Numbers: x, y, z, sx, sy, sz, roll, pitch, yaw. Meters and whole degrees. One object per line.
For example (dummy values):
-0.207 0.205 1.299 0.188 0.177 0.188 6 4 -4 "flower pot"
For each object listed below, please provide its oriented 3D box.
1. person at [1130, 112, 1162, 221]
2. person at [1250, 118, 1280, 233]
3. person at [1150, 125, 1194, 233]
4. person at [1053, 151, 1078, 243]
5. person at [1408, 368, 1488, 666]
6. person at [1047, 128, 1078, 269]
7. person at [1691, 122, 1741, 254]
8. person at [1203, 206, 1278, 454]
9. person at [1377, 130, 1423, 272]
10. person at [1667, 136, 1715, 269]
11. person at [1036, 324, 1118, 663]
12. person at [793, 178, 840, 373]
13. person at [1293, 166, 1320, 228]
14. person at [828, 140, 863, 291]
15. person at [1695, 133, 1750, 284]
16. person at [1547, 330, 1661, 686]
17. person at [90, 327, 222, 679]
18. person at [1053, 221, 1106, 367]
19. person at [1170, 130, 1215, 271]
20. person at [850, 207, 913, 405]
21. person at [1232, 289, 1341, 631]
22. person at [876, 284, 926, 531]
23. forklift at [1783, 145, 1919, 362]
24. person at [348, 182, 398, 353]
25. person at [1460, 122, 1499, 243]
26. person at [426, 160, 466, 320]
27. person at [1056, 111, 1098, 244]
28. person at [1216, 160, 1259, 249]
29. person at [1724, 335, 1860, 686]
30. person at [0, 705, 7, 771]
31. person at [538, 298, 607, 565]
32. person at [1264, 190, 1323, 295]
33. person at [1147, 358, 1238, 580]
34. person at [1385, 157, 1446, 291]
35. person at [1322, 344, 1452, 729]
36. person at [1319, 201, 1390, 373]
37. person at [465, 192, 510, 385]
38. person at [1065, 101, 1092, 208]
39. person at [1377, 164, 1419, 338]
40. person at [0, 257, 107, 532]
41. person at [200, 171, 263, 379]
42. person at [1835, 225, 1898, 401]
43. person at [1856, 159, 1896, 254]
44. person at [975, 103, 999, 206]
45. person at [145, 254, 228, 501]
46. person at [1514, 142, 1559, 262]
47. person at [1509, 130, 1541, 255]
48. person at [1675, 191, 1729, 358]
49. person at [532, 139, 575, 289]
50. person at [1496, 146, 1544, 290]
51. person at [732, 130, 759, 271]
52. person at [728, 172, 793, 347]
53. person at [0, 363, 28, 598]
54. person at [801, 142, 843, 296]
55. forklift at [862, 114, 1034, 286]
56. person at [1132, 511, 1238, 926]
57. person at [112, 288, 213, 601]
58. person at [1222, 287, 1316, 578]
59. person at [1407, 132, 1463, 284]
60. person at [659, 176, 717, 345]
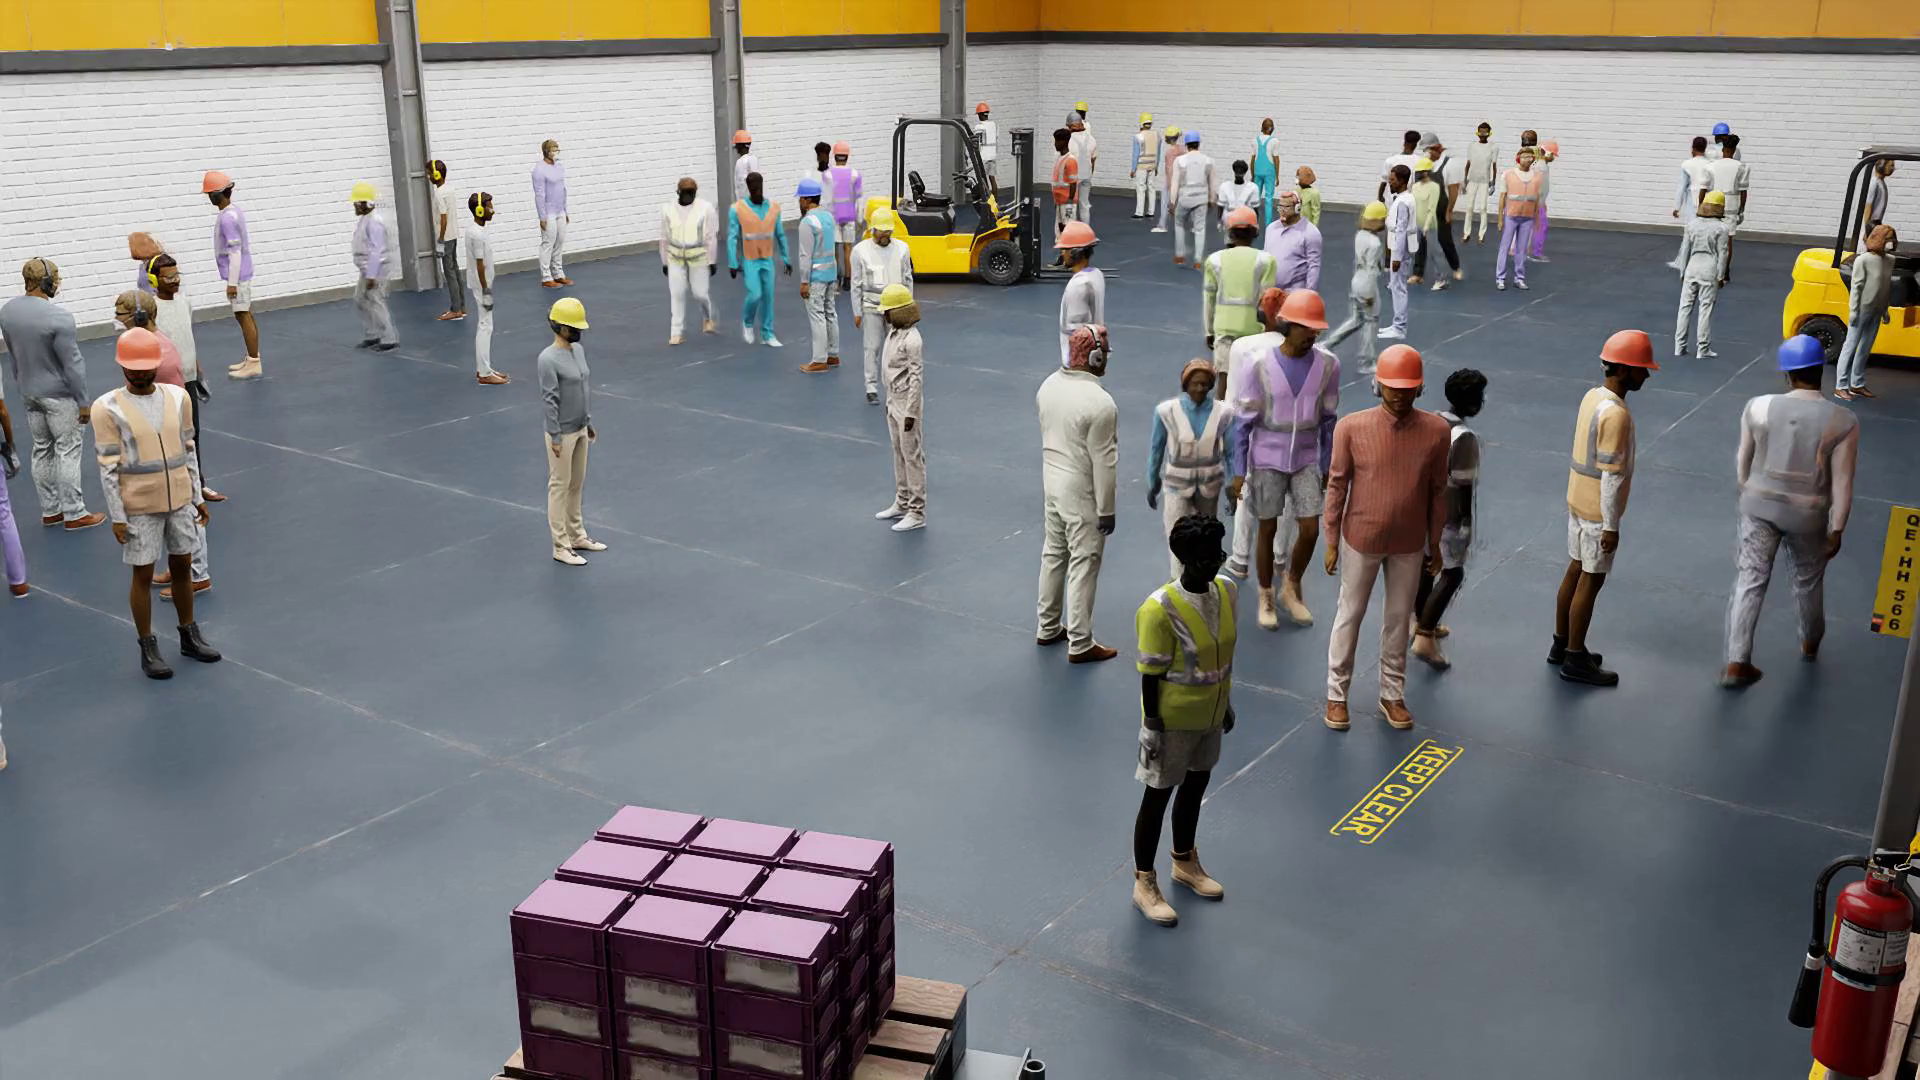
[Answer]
3.198 -6.465 28.814 0.586 1.833 0.403 -11 21 -30 "person"
4.983 -5.942 27.168 0.504 1.840 0.345 12 21 32 "person"
3.556 -5.864 27.102 0.810 1.739 0.533 10 20 29 "person"
1.706 -5.526 25.984 0.523 1.769 0.317 -3 18 -10 "person"
2.676 -0.155 9.338 0.457 1.676 0.619 -3 18 -10 "person"
1.461 -4.762 23.277 0.374 1.962 0.608 -4 18 -12 "person"
11.219 -5.197 24.683 0.604 1.939 0.416 -2 18 -7 "person"
2.327 -1.763 13.852 0.616 1.985 1.025 7 19 20 "person"
6.157 -4.726 23.201 0.761 1.930 0.601 10 20 28 "person"
10.269 -4.644 23.082 0.582 1.868 0.959 -6 19 -19 "person"
0.685 -0.263 9.323 0.395 1.898 0.641 -10 20 -28 "person"
-1.453 -2.656 16.738 0.426 1.938 0.604 6 19 19 "person"
4.394 -3.972 21.338 0.283 1.631 0.503 -10 20 -28 "person"
-1.540 -4.208 21.609 0.580 1.917 0.422 -2 18 -7 "person"
10.145 -4.411 22.173 0.609 1.965 0.368 8 19 23 "person"
3.482 -0.179 8.986 0.377 1.932 0.551 2 18 6 "person"
-4.370 -0.208 9.085 0.381 1.931 0.548 13 22 35 "person"
0.881 -1.373 12.550 0.395 2.038 0.614 6 19 17 "person"
3.246 -4.784 23.408 0.665 1.913 0.789 -2 18 -8 "person"
-0.716 -2.156 15.367 0.601 1.818 0.403 -7 19 -21 "person"
1.887 -0.448 9.693 0.669 2.031 0.455 -1 18 -4 "person"
-0.421 -0.933 11.667 0.309 1.736 0.484 -7 19 -20 "person"
9.803 -2.879 17.013 2.313 2.155 1.214 12 21 33 "forklift"
-6.292 -2.868 17.603 0.556 1.801 0.634 -8 19 -24 "person"
8.124 -5.588 26.035 0.509 1.860 0.333 10 20 29 "person"
-6.062 -3.529 19.584 0.329 1.865 0.510 0 18 -1 "person"
1.748 -5.608 25.798 0.683 2.000 0.538 -11 21 -31 "person"
3.623 -4.138 21.799 0.543 1.674 0.553 6 19 19 "person"
4.513 -0.165 9.042 0.603 1.888 0.987 12 21 33 "person"
-4.839 0.220 7.824 0.576 1.881 0.354 -5 18 -15 "person"
-2.560 -0.723 10.977 0.327 1.760 0.524 4 18 13 "person"
3.103 -2.369 15.883 0.409 1.907 0.651 -15 23 -39 "person"
1.387 -0.276 9.845 0.528 1.592 0.868 -1 18 -2 "person"
5.983 -4.067 21.506 0.933 1.719 0.538 -10 20 -29 "person"
2.132 -0.003 8.339 0.623 1.992 0.396 -1 18 -2 "person"
3.994 -2.520 16.637 0.609 1.728 0.489 -3 18 -10 "person"
-4.631 -2.445 16.202 0.324 1.862 0.511 -6 19 -17 "person"
2.194 -7.089 30.619 0.594 1.922 0.386 16 24 41 "person"
4.893 -3.196 18.468 0.386 1.912 0.590 5 18 15 "person"
-6.309 -1.001 11.581 0.632 1.928 0.392 7 19 20 "person"
-7.195 -2.615 16.444 0.393 2.036 0.605 -6 19 -17 "person"
8.511 -2.130 15.575 0.498 1.634 0.278 -8 19 -23 "person"
11.336 -3.877 20.714 0.340 1.838 0.506 14 22 36 "person"
0.450 -6.953 30.212 0.542 1.920 0.419 -15 23 -40 "person"
-5.685 -1.143 12.109 0.329 1.872 0.508 5 18 15 "person"
8.415 -4.888 24.081 0.658 1.702 0.627 6 19 17 "person"
8.417 -5.170 24.780 0.635 1.830 0.429 -15 23 -40 "person"
7.810 -2.786 17.466 0.319 1.734 0.483 -13 22 -36 "person"
-5.345 -4.270 21.804 0.376 1.931 0.623 5 19 17 "person"
7.272 -4.186 21.661 0.563 1.847 0.389 -2 18 -6 "person"
-2.998 -4.728 23.213 0.362 1.935 0.553 5 18 14 "person"
-2.150 -3.011 17.929 0.710 1.896 0.441 -13 22 -36 "person"
-6.061 -0.522 10.185 0.511 1.862 0.327 -11 21 -31 "person"
-1.759 -4.173 21.498 0.607 1.925 0.969 -2 18 -7 "person"
-0.171 -4.594 22.377 2.313 2.155 1.214 1 18 3 "forklift"
0.907 0.696 6.636 0.540 1.695 0.317 -15 23 -40 "person"
-4.926 -0.590 10.265 0.355 1.938 0.637 -12 21 -33 "person"
1.979 -0.676 10.638 0.589 1.877 0.361 -2 18 -5 "person"
6.333 -4.438 22.138 0.702 2.000 0.803 15 23 38 "person"
-2.955 -3.067 18.203 0.667 1.827 0.599 1 18 4 "person"
